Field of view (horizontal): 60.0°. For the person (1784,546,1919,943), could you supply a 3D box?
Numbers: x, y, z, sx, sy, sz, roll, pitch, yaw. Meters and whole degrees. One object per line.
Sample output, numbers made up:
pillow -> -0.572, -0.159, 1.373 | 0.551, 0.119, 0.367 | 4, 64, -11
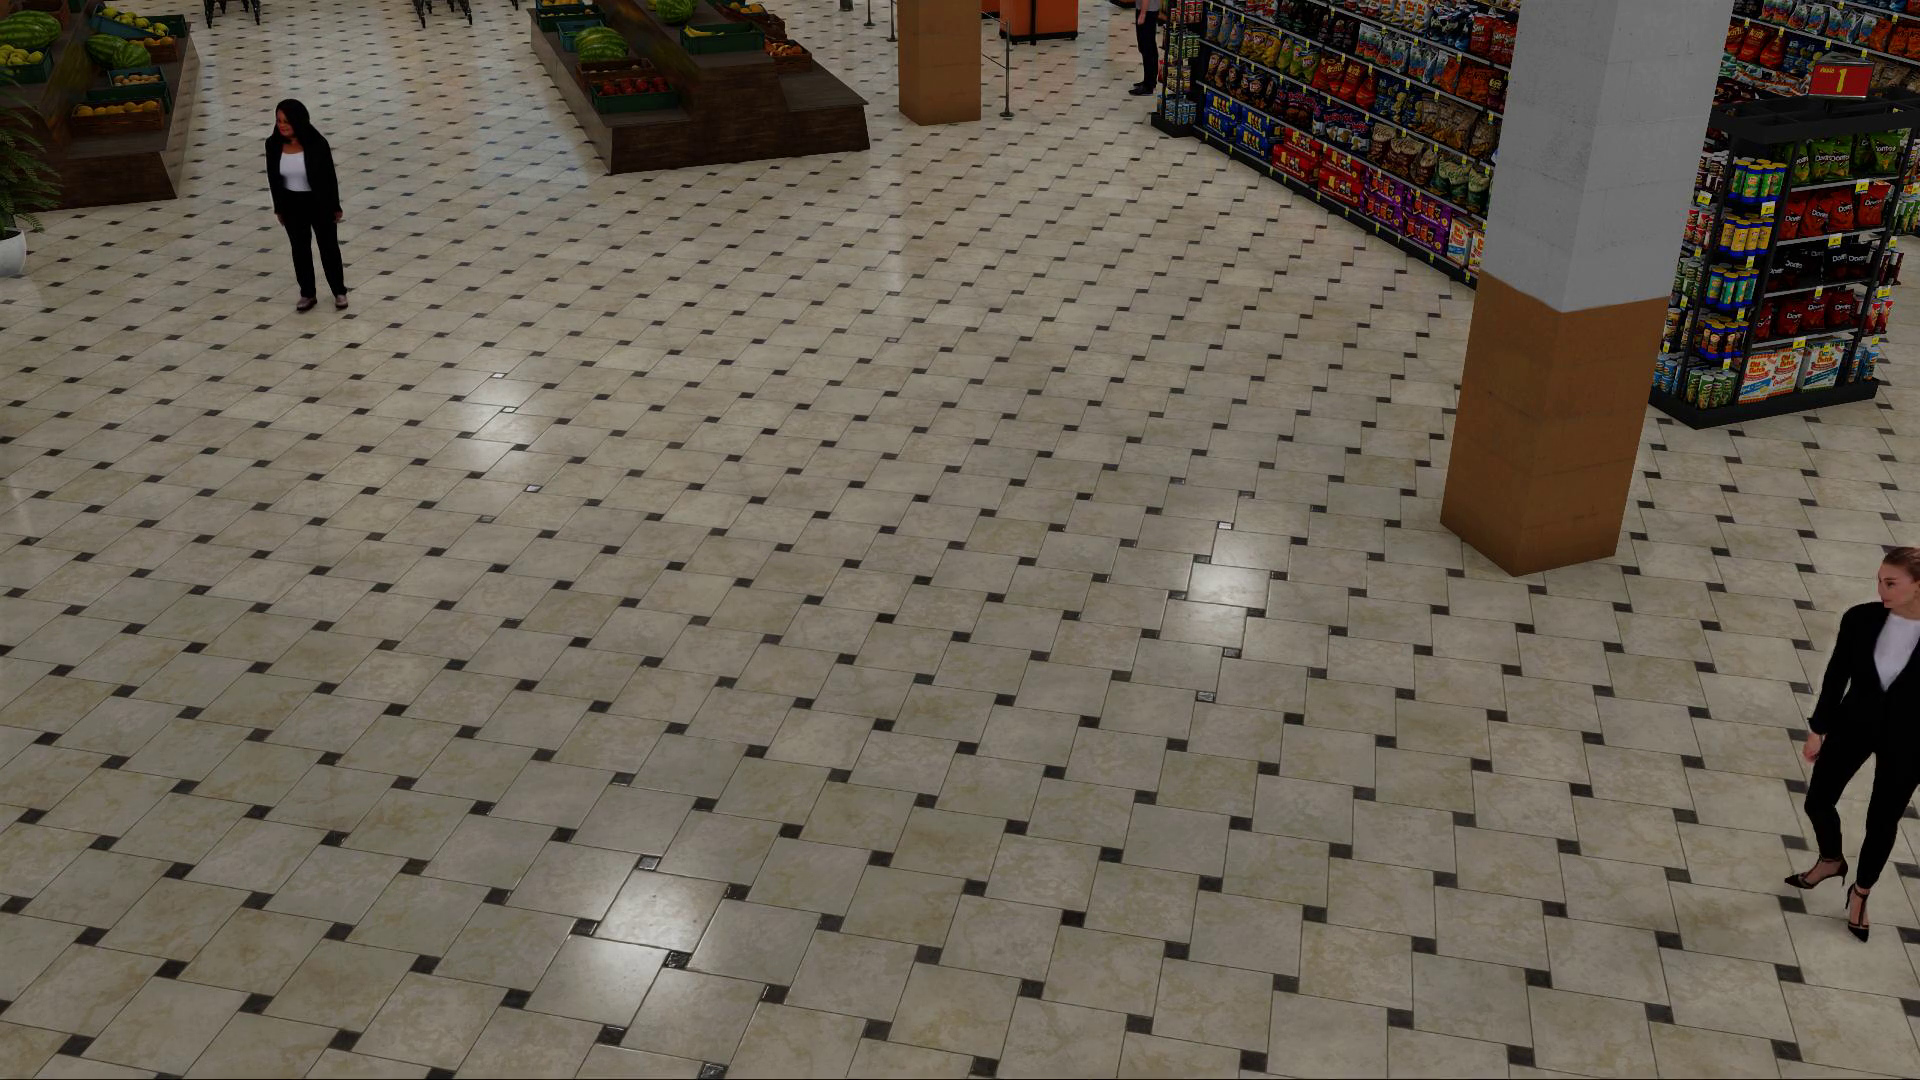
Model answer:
person -> 3.527, 0.779, 6.404 | 0.678, 1.689, 0.803 | 12, 31, 20

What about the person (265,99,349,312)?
person -> -4.914, -2.525, 12.537 | 0.684, 1.612, 0.673 | -5, 29, -10

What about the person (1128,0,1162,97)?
person -> 2.094, -5.903, 18.484 | 0.787, 1.841, 0.690 | 8, 30, 15
